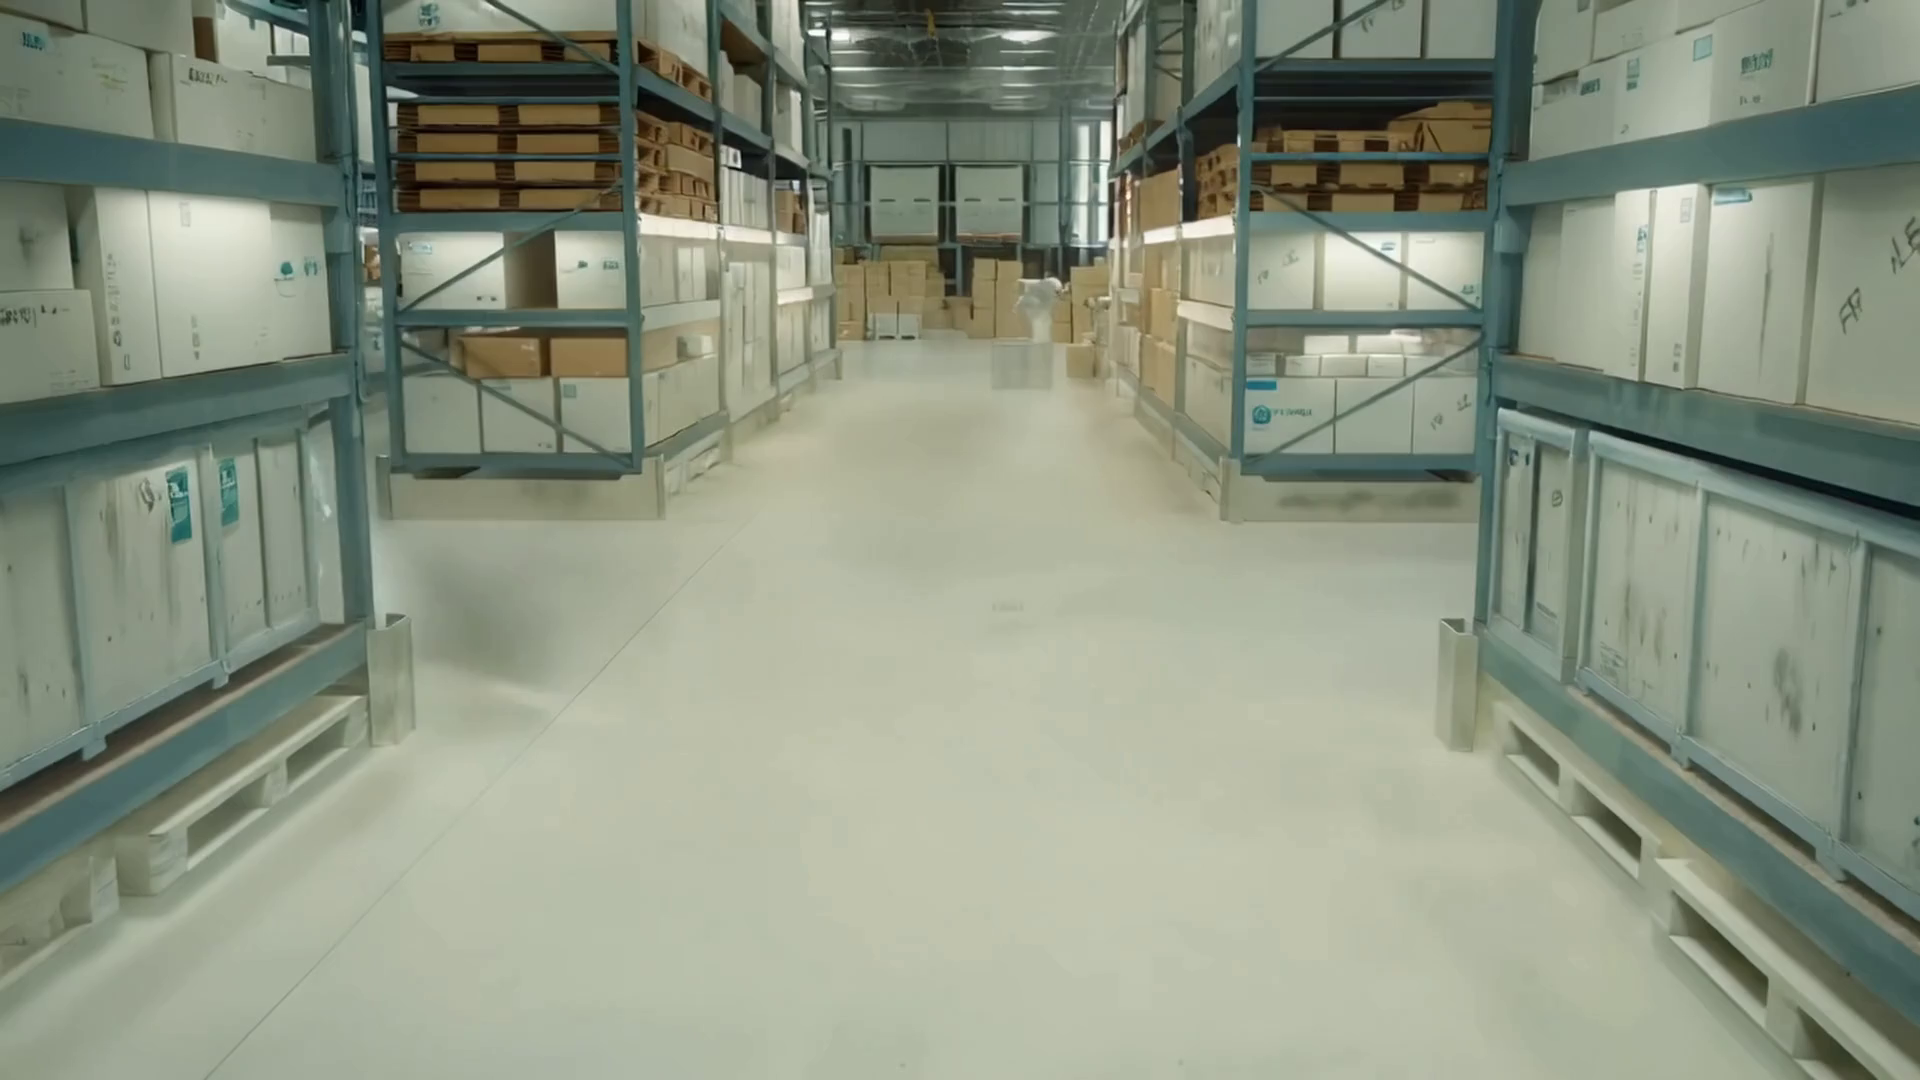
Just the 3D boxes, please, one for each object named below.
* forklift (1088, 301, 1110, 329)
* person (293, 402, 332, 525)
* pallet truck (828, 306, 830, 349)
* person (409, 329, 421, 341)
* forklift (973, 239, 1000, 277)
[{"bbox_3d":[3.913,-5.784,38.207,1.873,2.768,1.129,0,9,1],"label":"forklift"},{"bbox_3d":[-3.531,-0.180,8.452,0.789,1.598,0.524,5,10,25],"label":"person"},{"bbox_3d":[-3.100,-3.940,29.800,1.885,1.965,0.823,3,10,19],"label":"pallet truck"},{"bbox_3d":[-13.986,-6.019,42.671,0.644,1.854,0.423,3,10,18],"label":"person"},{"bbox_3d":[0.914,-8.942,57.122,1.129,2.768,1.873,0,9,1],"label":"forklift"}]
